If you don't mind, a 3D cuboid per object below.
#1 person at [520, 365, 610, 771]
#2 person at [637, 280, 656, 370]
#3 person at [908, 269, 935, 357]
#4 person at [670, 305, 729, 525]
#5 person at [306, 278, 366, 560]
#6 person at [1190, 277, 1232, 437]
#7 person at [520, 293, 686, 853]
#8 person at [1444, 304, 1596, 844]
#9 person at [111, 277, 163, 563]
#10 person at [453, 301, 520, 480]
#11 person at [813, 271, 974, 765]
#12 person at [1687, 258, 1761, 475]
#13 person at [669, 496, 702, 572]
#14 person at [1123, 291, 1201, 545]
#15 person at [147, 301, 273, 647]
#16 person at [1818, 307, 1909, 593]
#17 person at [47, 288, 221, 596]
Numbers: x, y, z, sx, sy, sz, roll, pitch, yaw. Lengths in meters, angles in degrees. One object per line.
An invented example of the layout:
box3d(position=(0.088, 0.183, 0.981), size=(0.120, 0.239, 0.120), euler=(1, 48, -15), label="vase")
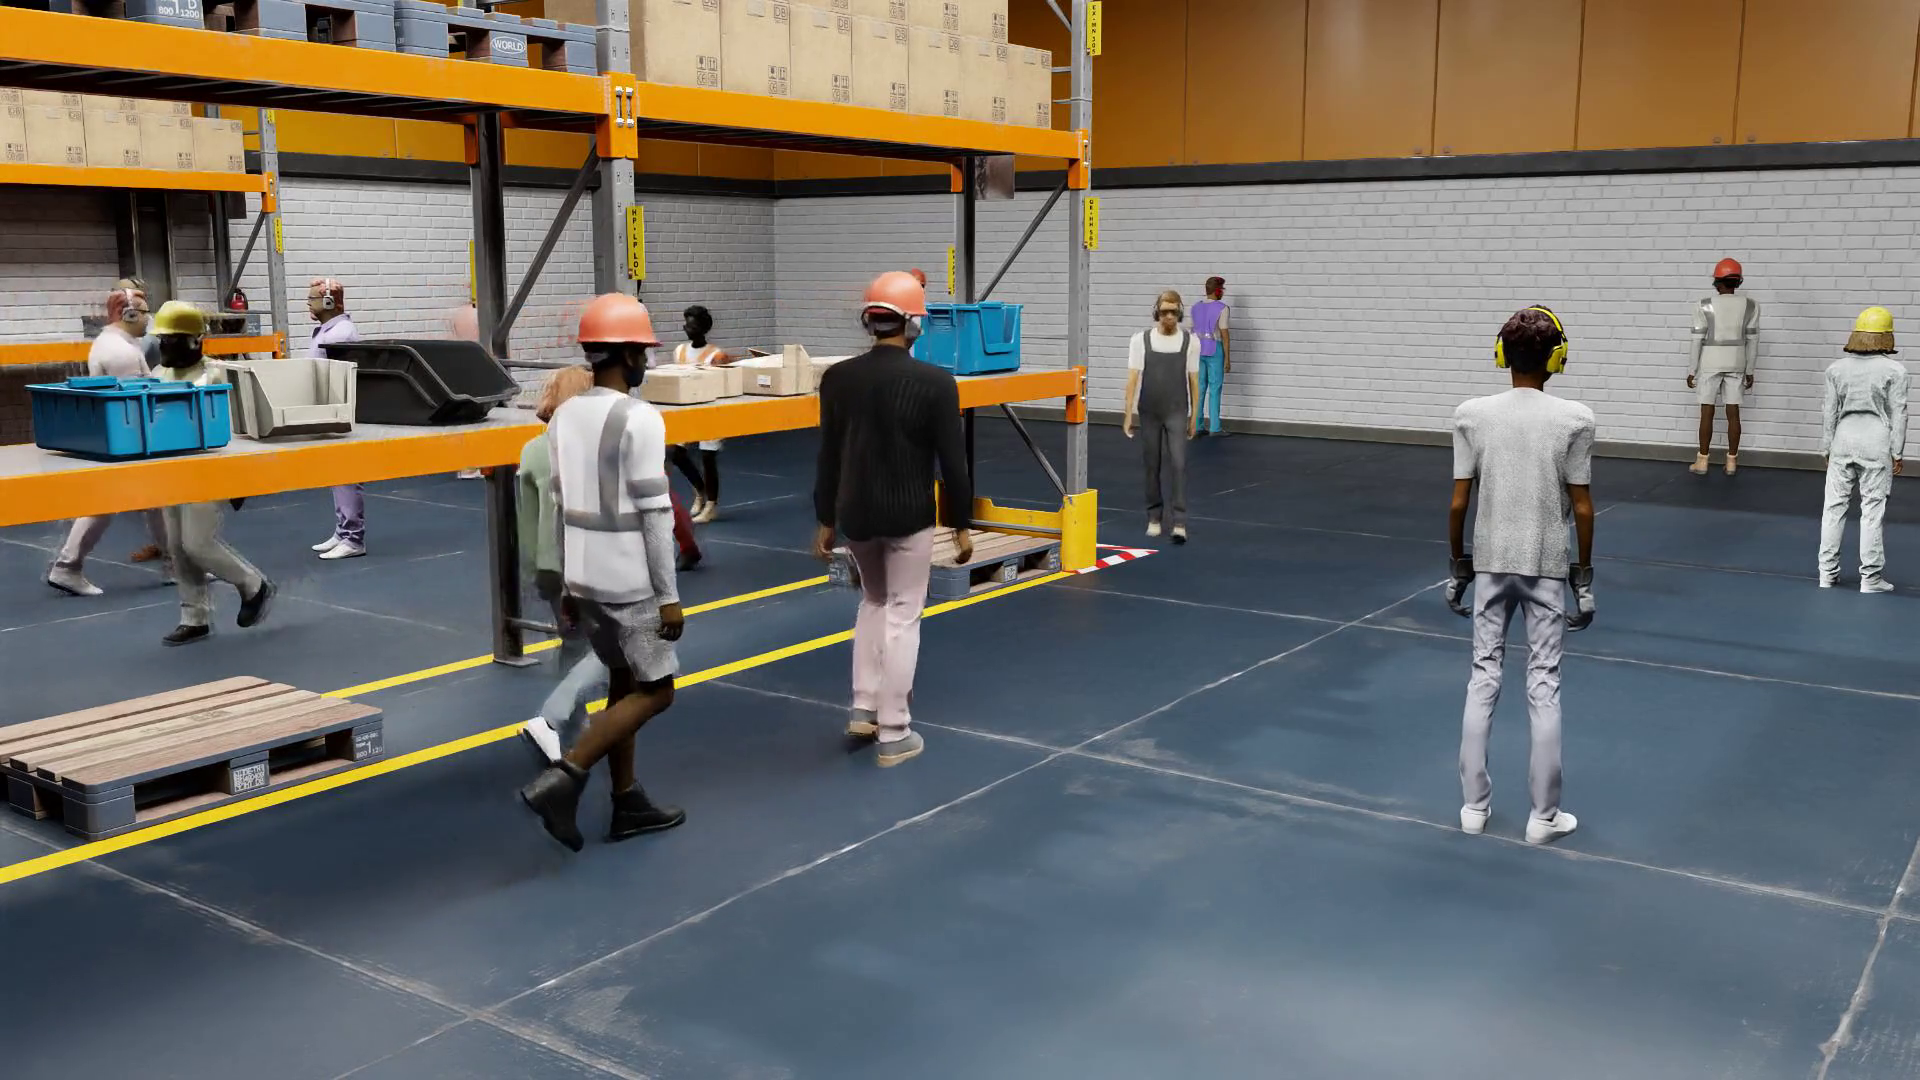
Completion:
box3d(position=(-1.530, 0.131, 6.496), size=(0.520, 1.618, 0.500), euler=(6, 11, 32), label="person")
box3d(position=(-3.235, -1.715, 16.617), size=(0.388, 1.919, 0.593), euler=(-2, 10, -13), label="person")
box3d(position=(-0.476, -1.950, 17.961), size=(0.552, 1.935, 0.373), euler=(-3, 10, -20), label="person")
box3d(position=(-2.001, -0.953, 12.744), size=(0.556, 1.683, 0.365), euler=(6, 11, 31), label="person")
box3d(position=(-4.284, -0.827, 11.365), size=(0.410, 1.909, 0.643), euler=(-5, 11, -26), label="person")
box3d(position=(2.871, -2.100, 19.130), size=(0.372, 1.840, 0.570), euler=(-7, 12, -37), label="person")
box3d(position=(-1.214, 0.133, 5.611), size=(0.615, 1.918, 0.566), euler=(-9, 13, -44), label="person")
box3d(position=(1.958, 0.127, 5.819), size=(0.521, 1.862, 0.327), euler=(6, 11, 31), label="person")
box3d(position=(-5.406, -0.797, 11.154), size=(0.622, 1.924, 0.489), euler=(6, 11, 32), label="person")
box3d(position=(-4.378, -1.492, 15.445), size=(0.648, 1.879, 0.726), euler=(7, 12, 36), label="person")
box3d(position=(-0.247, -0.091, 6.764), size=(0.640, 1.975, 0.551), euler=(5, 11, 27), label="person")
box3d(position=(7.215, -1.636, 15.760), size=(0.612, 2.048, 0.363), euler=(2, 10, 9), label="person")
box3d(position=(-2.125, -0.612, 10.682), size=(0.961, 1.707, 0.527), euler=(-7, 12, -36), label="person")
box3d(position=(1.447, -0.867, 11.918), size=(0.538, 1.802, 0.933), euler=(1, 10, 8), label="person")
box3d(position=(-4.030, -0.352, 8.800), size=(0.597, 1.817, 0.495), euler=(6, 11, 30), label="person")
box3d(position=(5.538, -0.550, 10.198), size=(0.294, 1.744, 0.487), euler=(-8, 13, -40), label="person")
box3d(position=(-5.117, -0.592, 10.127), size=(0.965, 1.867, 0.656), euler=(-5, 11, -27), label="person")
